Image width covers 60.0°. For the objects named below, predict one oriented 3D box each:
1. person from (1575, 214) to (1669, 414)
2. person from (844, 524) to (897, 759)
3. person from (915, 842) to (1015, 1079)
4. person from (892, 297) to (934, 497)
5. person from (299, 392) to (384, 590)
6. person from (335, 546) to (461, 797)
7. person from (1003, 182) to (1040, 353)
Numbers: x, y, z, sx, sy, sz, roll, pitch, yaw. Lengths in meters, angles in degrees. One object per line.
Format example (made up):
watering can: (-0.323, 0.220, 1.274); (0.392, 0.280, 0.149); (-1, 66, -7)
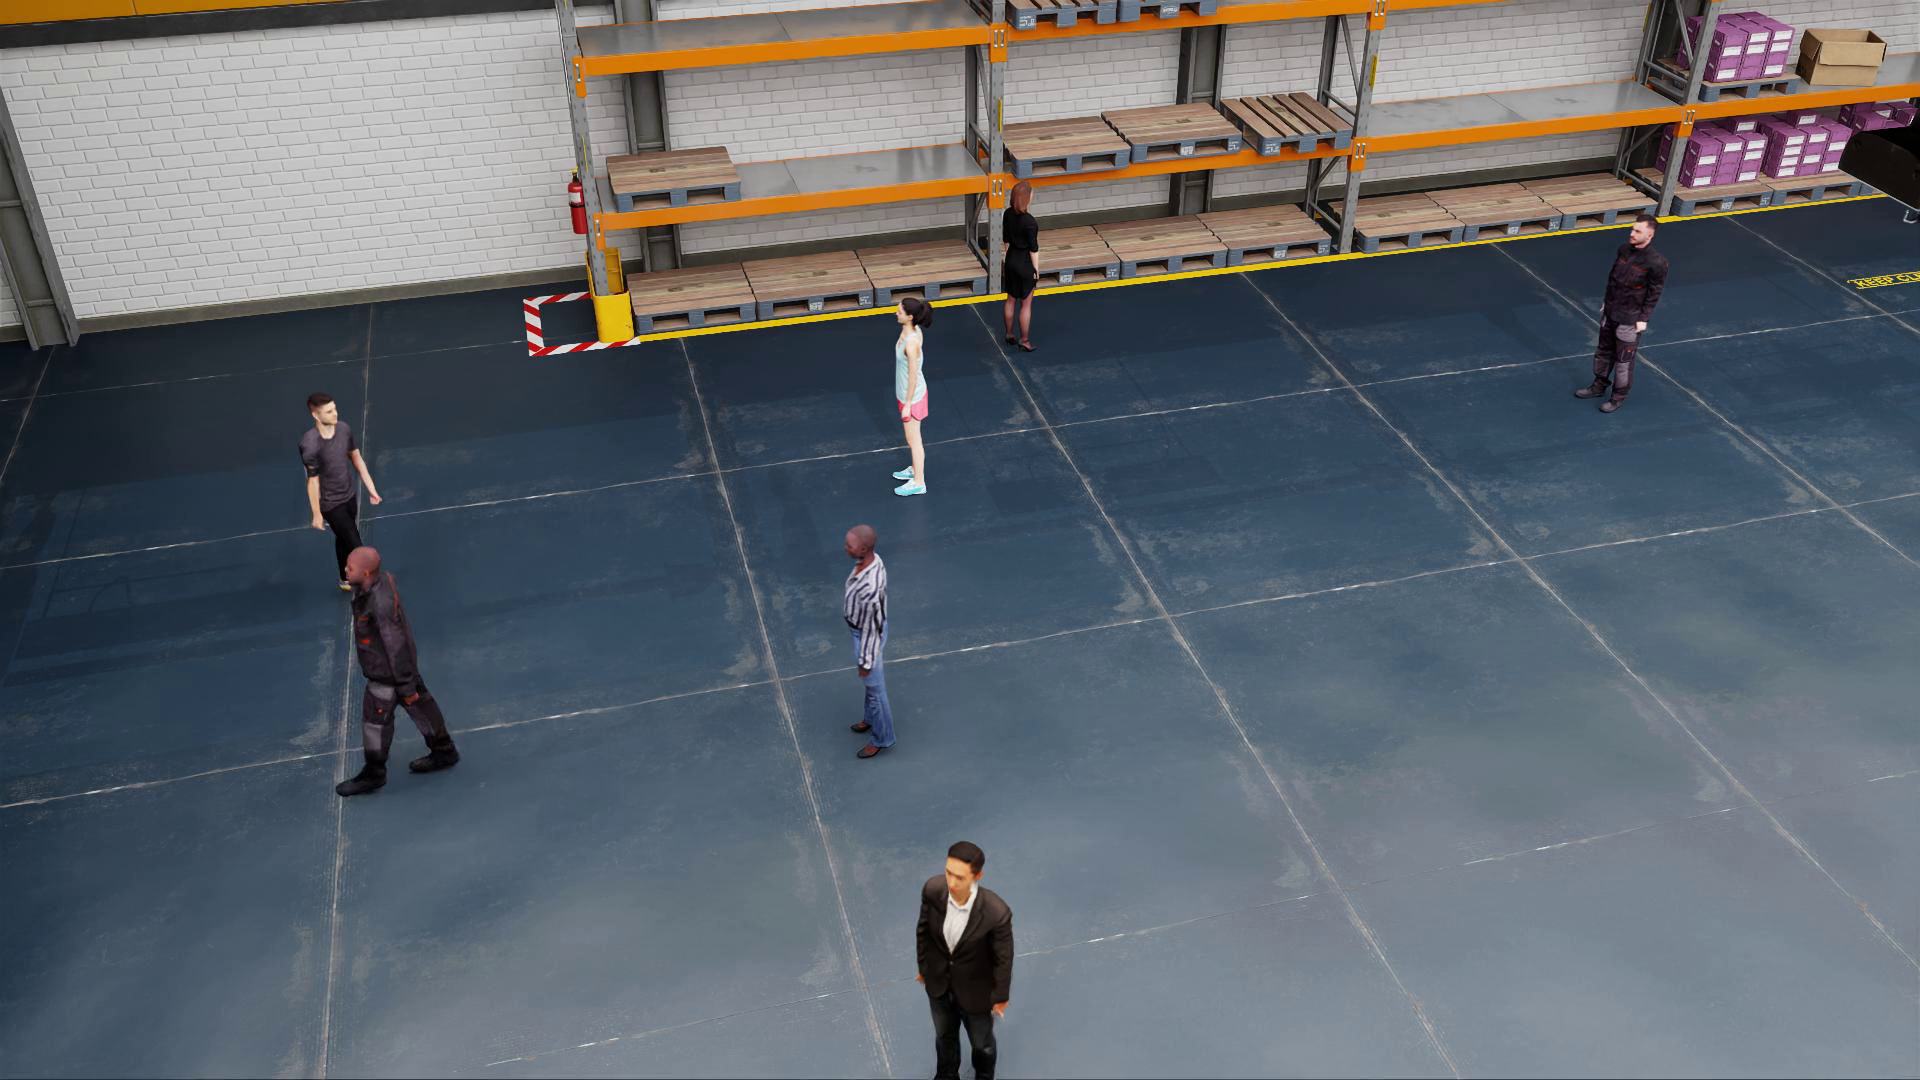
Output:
person: (5.997, -2.068, 14.959); (0.682, 1.857, 0.760); (-15, 37, -22)
person: (-0.595, 0.648, 10.928); (0.568, 1.796, 0.648); (-4, 34, -6)
person: (0.028, 2.228, 8.539); (0.768, 1.809, 0.841); (16, 37, 22)
person: (-0.411, -1.194, 13.727); (0.646, 1.765, 0.646); (-1, 34, -2)
person: (-4.714, -0.317, 12.427); (0.986, 1.744, 0.911); (12, 35, 17)
person: (-3.551, 0.796, 10.705); (1.067, 1.797, 0.792); (-12, 36, -18)
person: (0.577, -2.611, 15.912); (0.646, 1.706, 0.655); (-27, 42, -34)
